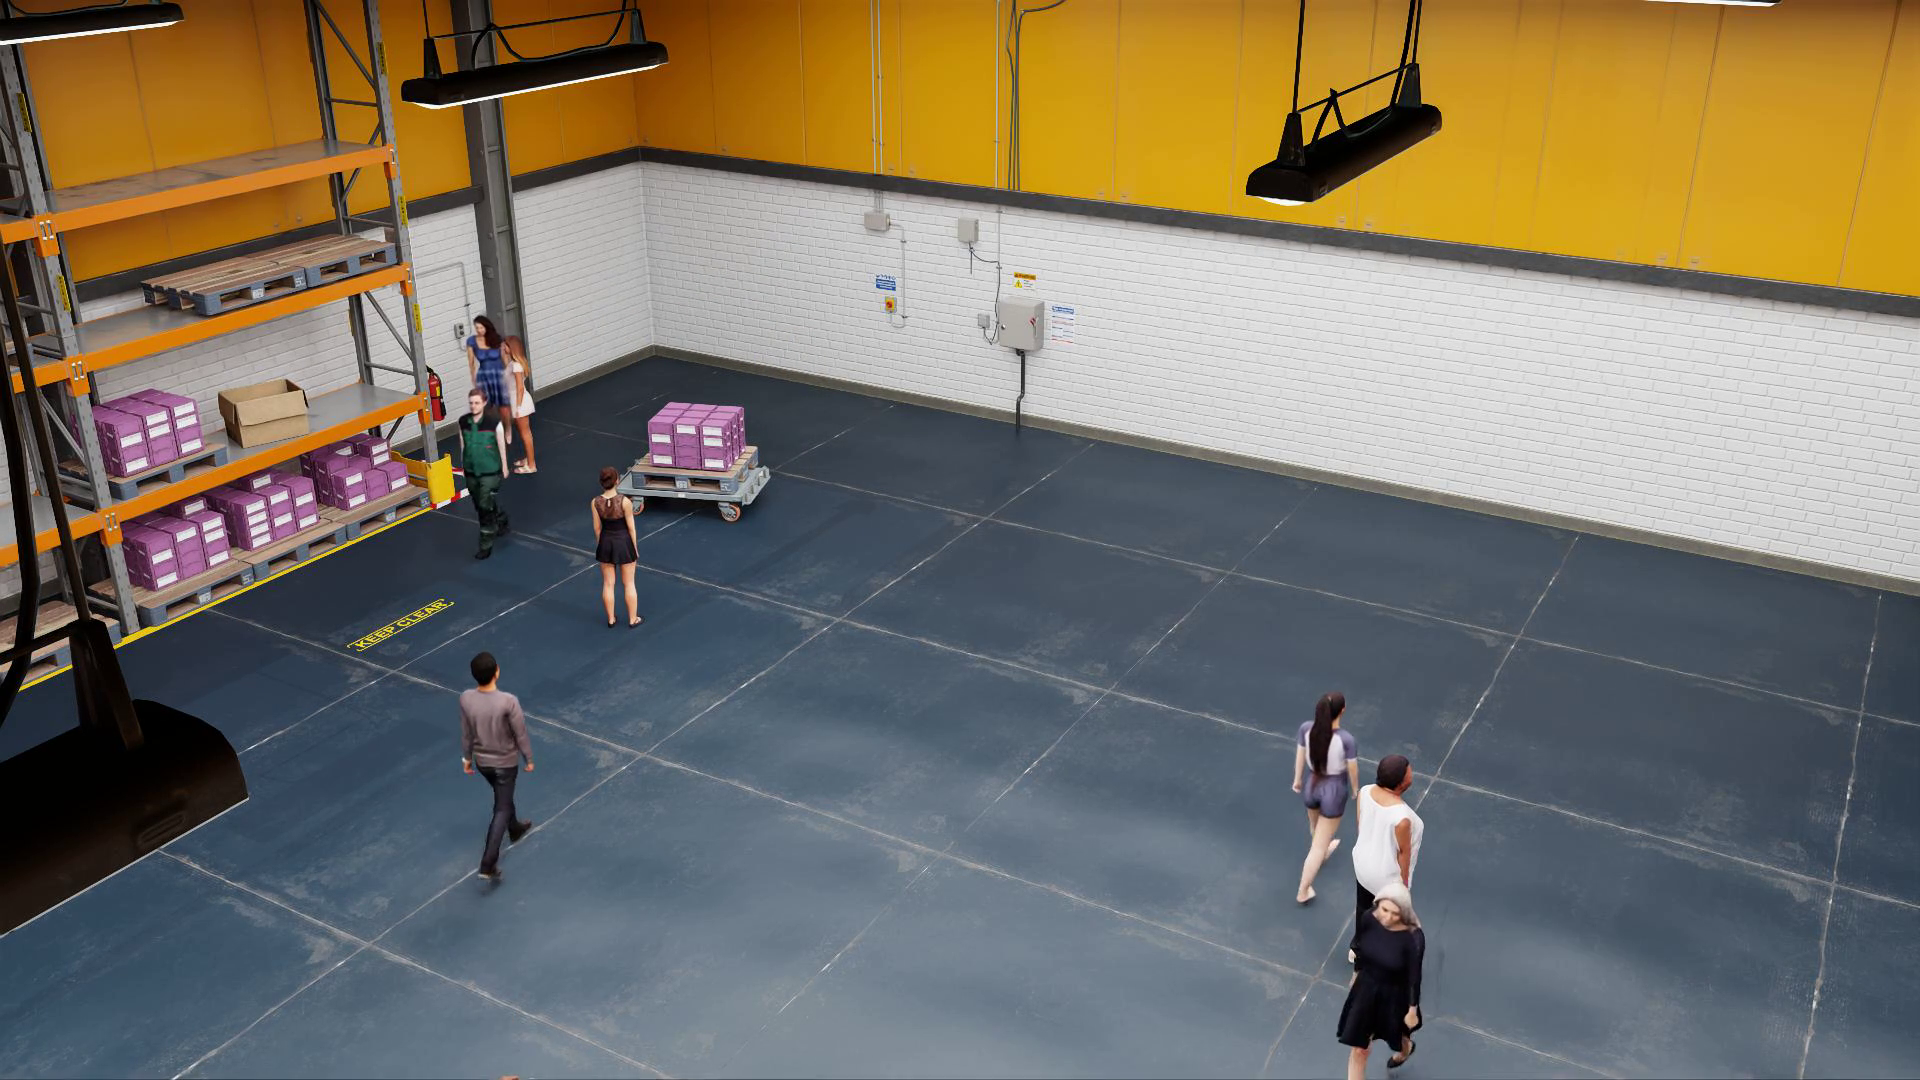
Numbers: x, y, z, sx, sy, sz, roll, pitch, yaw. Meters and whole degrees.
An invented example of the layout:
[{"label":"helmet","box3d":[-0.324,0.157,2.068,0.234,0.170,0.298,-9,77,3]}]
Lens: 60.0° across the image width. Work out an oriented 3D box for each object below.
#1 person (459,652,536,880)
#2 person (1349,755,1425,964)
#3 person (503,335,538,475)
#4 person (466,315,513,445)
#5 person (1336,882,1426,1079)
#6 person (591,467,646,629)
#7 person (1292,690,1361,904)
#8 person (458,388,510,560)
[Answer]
[{"label":"person","box3d":[-3.477,1.697,12.321,0.882,1.733,1.206,8,25,17]},{"label":"person","box3d":[2.880,2.195,11.238,0.798,1.687,0.763,-10,25,-22]},{"label":"person","box3d":[-5.289,-1.649,20.022,0.728,1.697,0.662,-5,24,-11]},{"label":"person","box3d":[-5.773,-1.919,20.538,0.831,1.778,0.887,-2,24,-5]},{"label":"person","box3d":[2.577,2.733,9.995,0.742,1.697,1.187,20,31,38]},{"label":"person","box3d":[-3.336,0.068,16.122,0.664,1.674,0.686,2,24,5]},{"label":"person","box3d":[2.596,1.888,12.034,0.751,1.613,1.057,21,31,39]},{"label":"person","box3d":[-5.095,-0.761,17.842,0.888,1.814,1.206,5,24,11]}]
